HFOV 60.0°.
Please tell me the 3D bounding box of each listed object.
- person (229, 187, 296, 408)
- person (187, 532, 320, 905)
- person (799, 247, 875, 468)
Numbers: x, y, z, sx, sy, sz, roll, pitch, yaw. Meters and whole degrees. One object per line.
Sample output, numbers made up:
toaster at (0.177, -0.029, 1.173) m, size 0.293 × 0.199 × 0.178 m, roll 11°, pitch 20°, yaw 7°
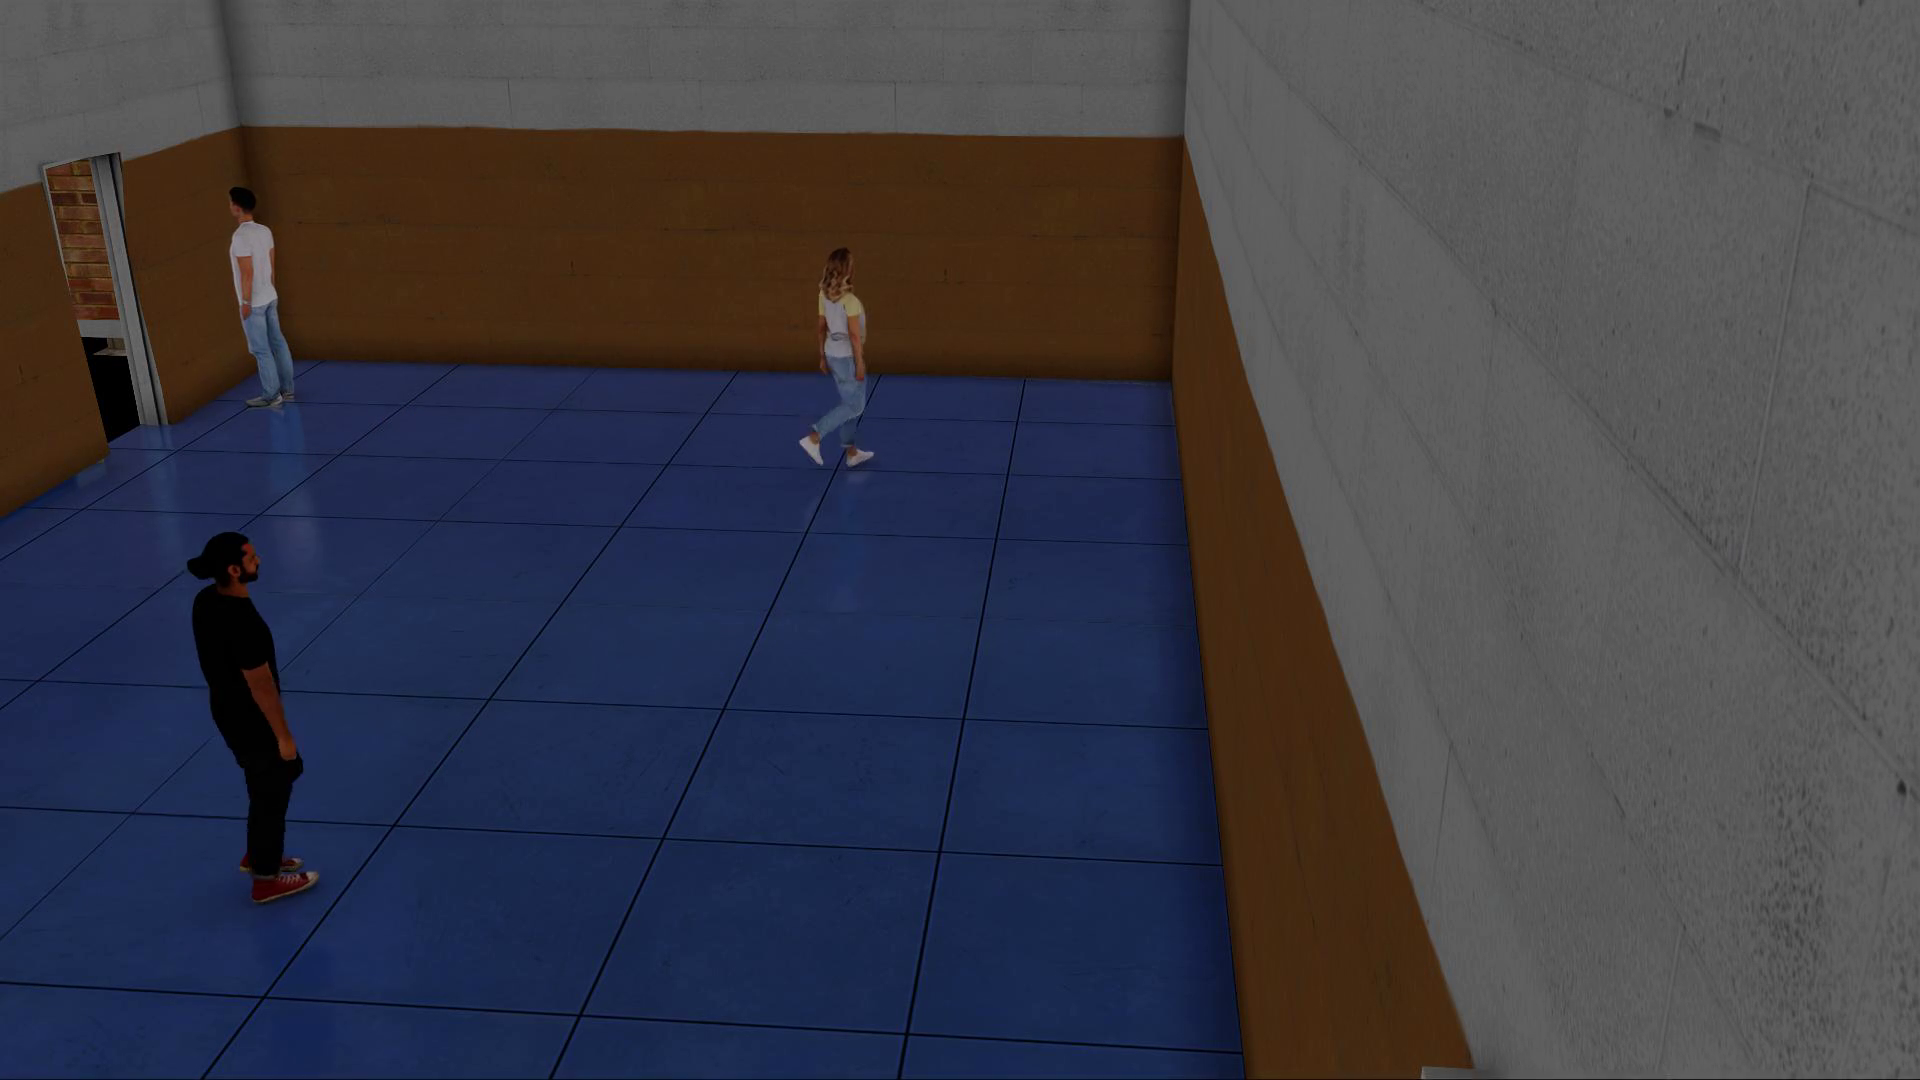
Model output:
person at (-5.996, -2.072, 14.198) m, size 0.548 × 1.864 × 0.678 m, roll 3°, pitch 22°, yaw 7°
person at (-3.143, 0.805, 7.193) m, size 0.813 × 1.747 × 0.754 m, roll -17°, pitch 28°, yaw -37°
person at (-0.938, -1.319, 12.515) m, size 1.043 × 1.705 × 0.967 m, roll -16°, pitch 27°, yaw -35°
